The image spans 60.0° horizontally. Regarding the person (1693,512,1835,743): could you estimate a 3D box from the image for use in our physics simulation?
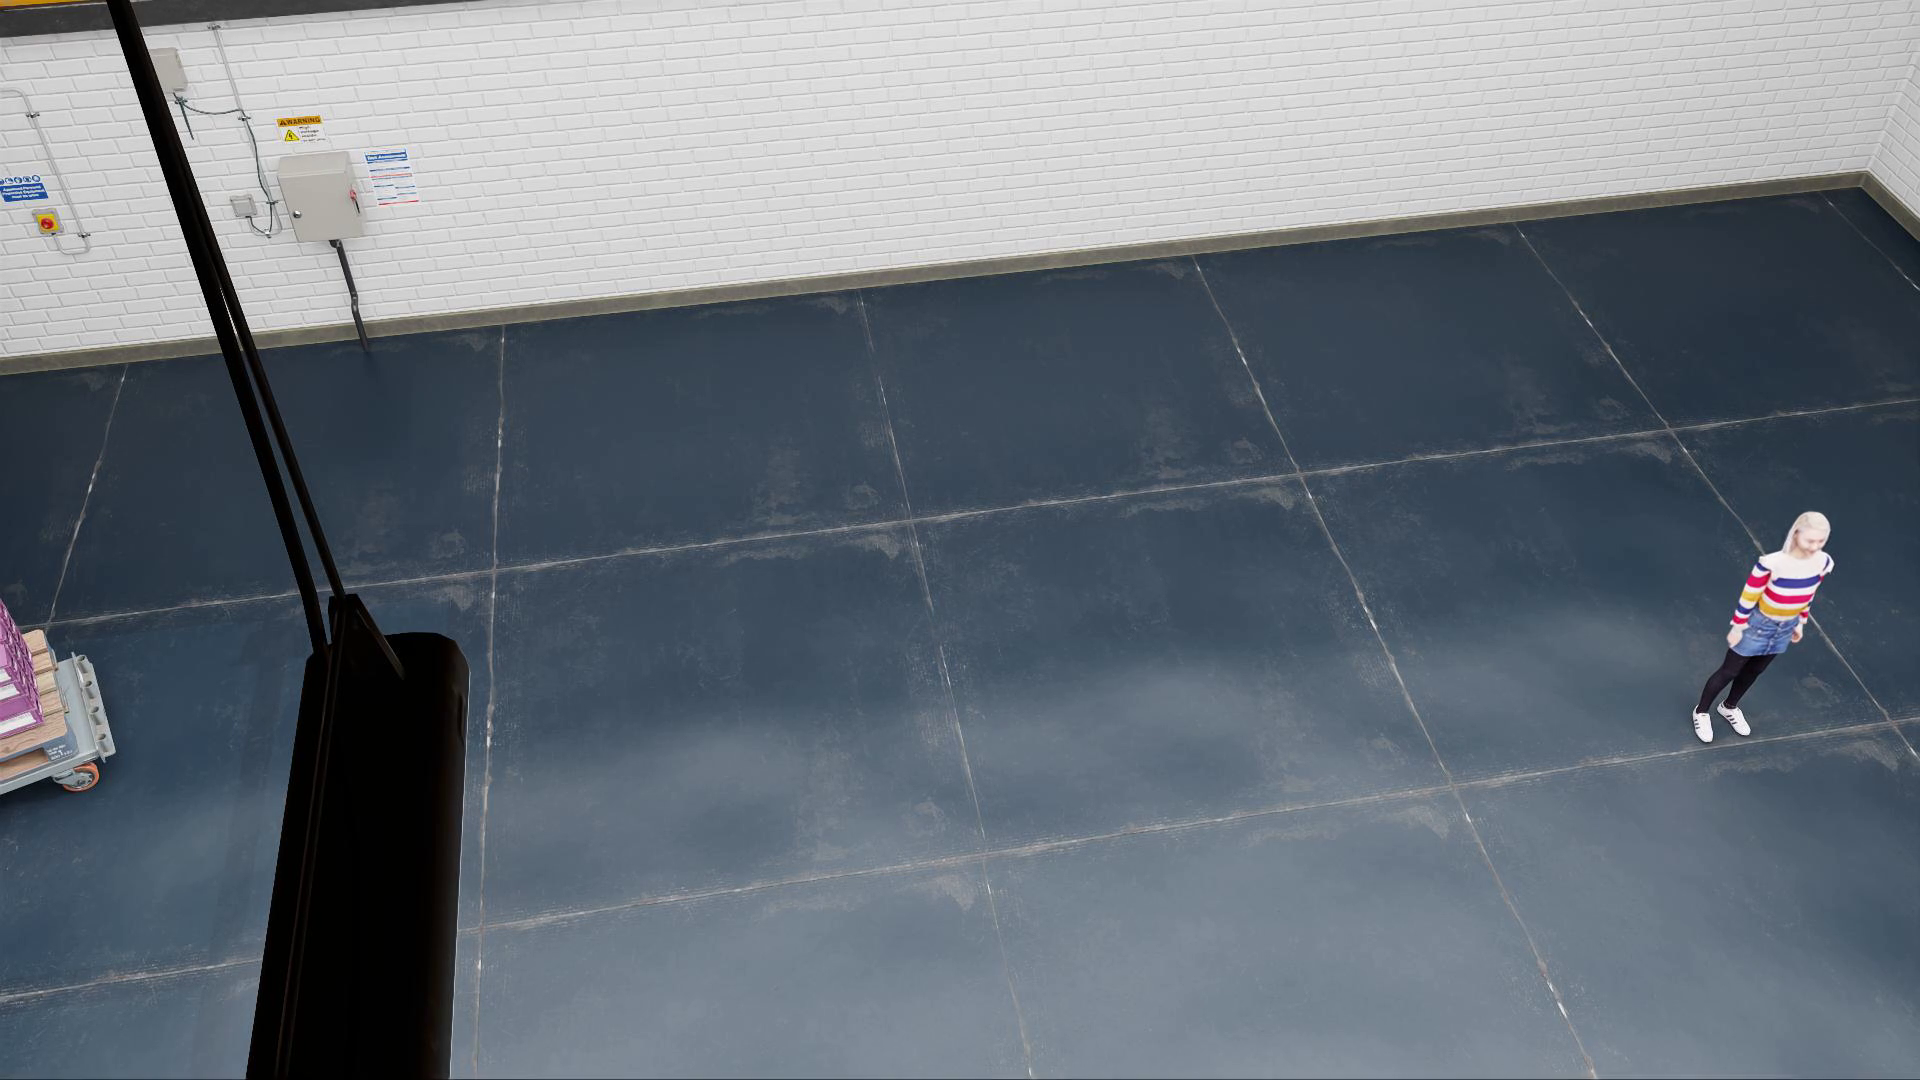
[{"bbox_3d":[4.912,0.519,10.155,0.649,1.808,0.502,-6,44,-7],"label":"person"}]
